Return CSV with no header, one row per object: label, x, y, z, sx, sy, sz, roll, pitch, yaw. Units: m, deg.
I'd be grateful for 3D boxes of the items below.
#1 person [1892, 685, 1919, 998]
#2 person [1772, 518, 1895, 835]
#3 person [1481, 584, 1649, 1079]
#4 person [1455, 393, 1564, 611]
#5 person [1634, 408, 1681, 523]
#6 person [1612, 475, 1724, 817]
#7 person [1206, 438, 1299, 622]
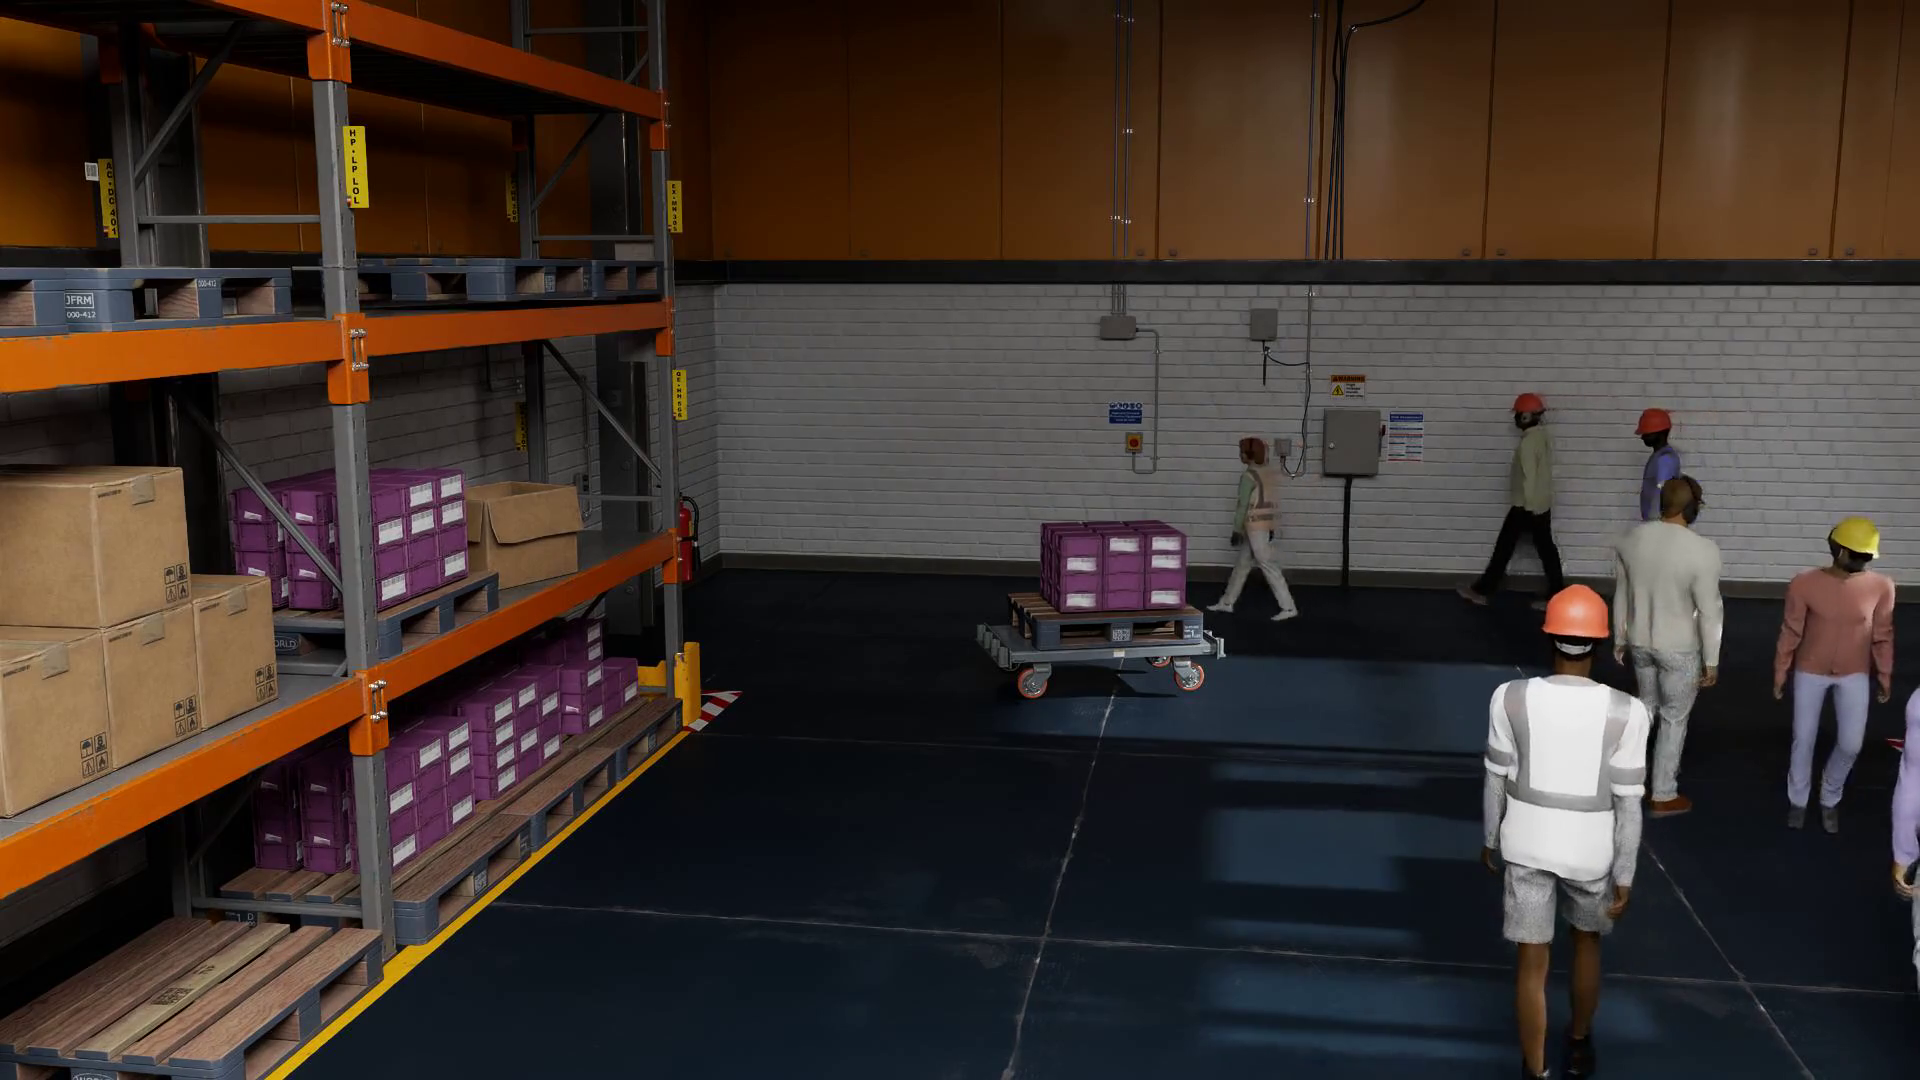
person,3.602,1.147,5.795,0.634,1.924,0.701,4,10,23
person,4.674,0.730,8.913,0.589,1.732,0.465,4,10,21
person,2.191,1.102,6.088,0.551,1.905,0.792,3,10,20
person,5.012,-0.341,14.896,1.004,1.941,0.648,8,12,39
person,5.821,-0.148,13.832,0.505,1.904,0.584,3,10,18
person,3.899,0.594,9.196,0.482,1.923,0.652,-6,11,-31
person,2.585,-0.094,14.465,0.871,1.591,0.532,5,10,27
